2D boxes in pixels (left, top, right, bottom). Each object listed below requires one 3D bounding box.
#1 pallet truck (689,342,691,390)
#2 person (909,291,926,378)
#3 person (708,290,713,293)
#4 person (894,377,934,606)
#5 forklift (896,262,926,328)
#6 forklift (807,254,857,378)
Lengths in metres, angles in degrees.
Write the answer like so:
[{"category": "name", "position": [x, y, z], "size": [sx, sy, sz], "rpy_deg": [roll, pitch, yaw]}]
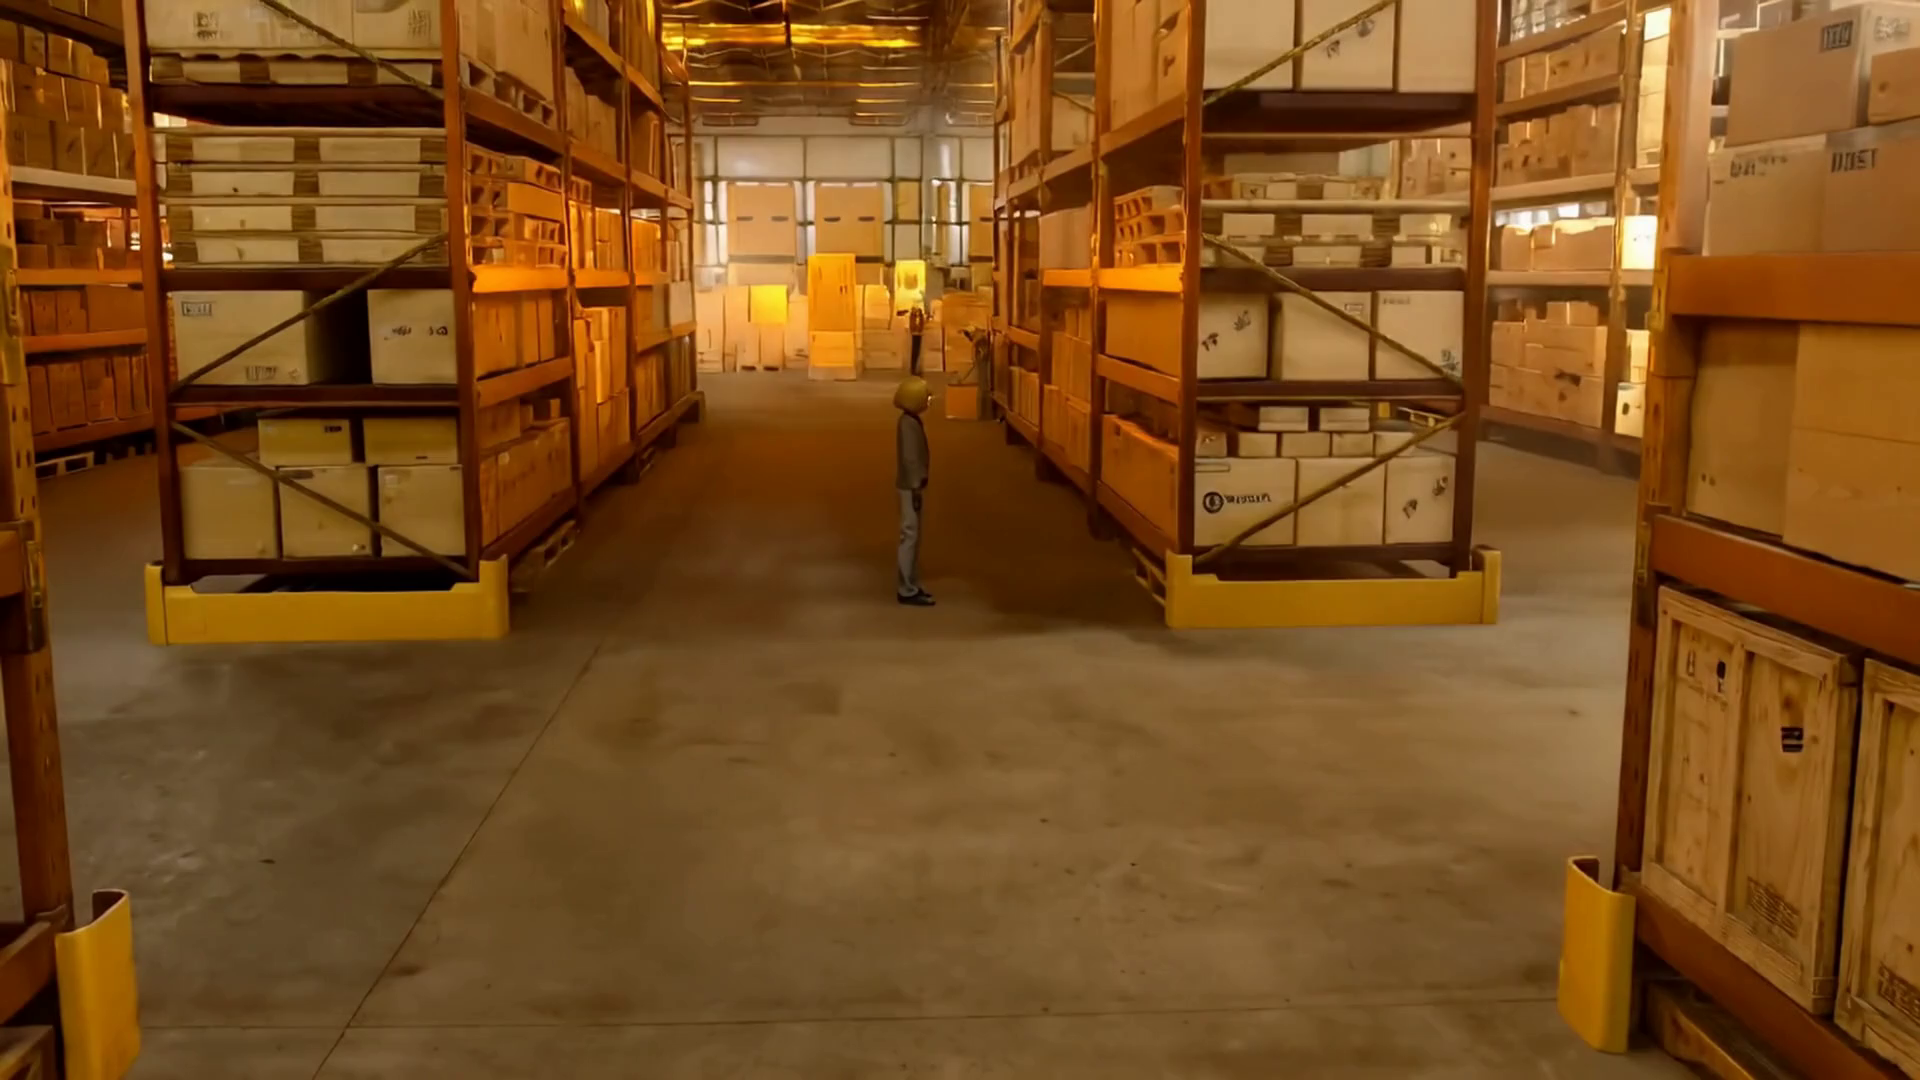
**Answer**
[{"category": "pallet truck", "position": [-5.225, -3.008, 27.480], "size": [1.885, 1.965, 0.823], "rpy_deg": [2, 9, 14]}, {"category": "person", "position": [-0.973, -4.700, 38.112], "size": [0.384, 1.993, 0.623], "rpy_deg": [-1, 9, -4]}, {"category": "person", "position": [-7.879, -6.875, 52.036], "size": [0.873, 1.914, 0.630], "rpy_deg": [-3, 10, -21]}, {"category": "person", "position": [-0.332, -0.347, 11.907], "size": [0.272, 1.632, 0.507], "rpy_deg": [-1, 9, -4]}, {"category": "forklift", "position": [-1.780, -8.547, 59.499], "size": [1.129, 2.768, 1.873], "rpy_deg": [-1, 9, -4]}, {"category": "forklift", "position": [-2.942, -5.145, 38.138], "size": [1.129, 2.768, 1.873], "rpy_deg": [-1, 9, -4]}]
